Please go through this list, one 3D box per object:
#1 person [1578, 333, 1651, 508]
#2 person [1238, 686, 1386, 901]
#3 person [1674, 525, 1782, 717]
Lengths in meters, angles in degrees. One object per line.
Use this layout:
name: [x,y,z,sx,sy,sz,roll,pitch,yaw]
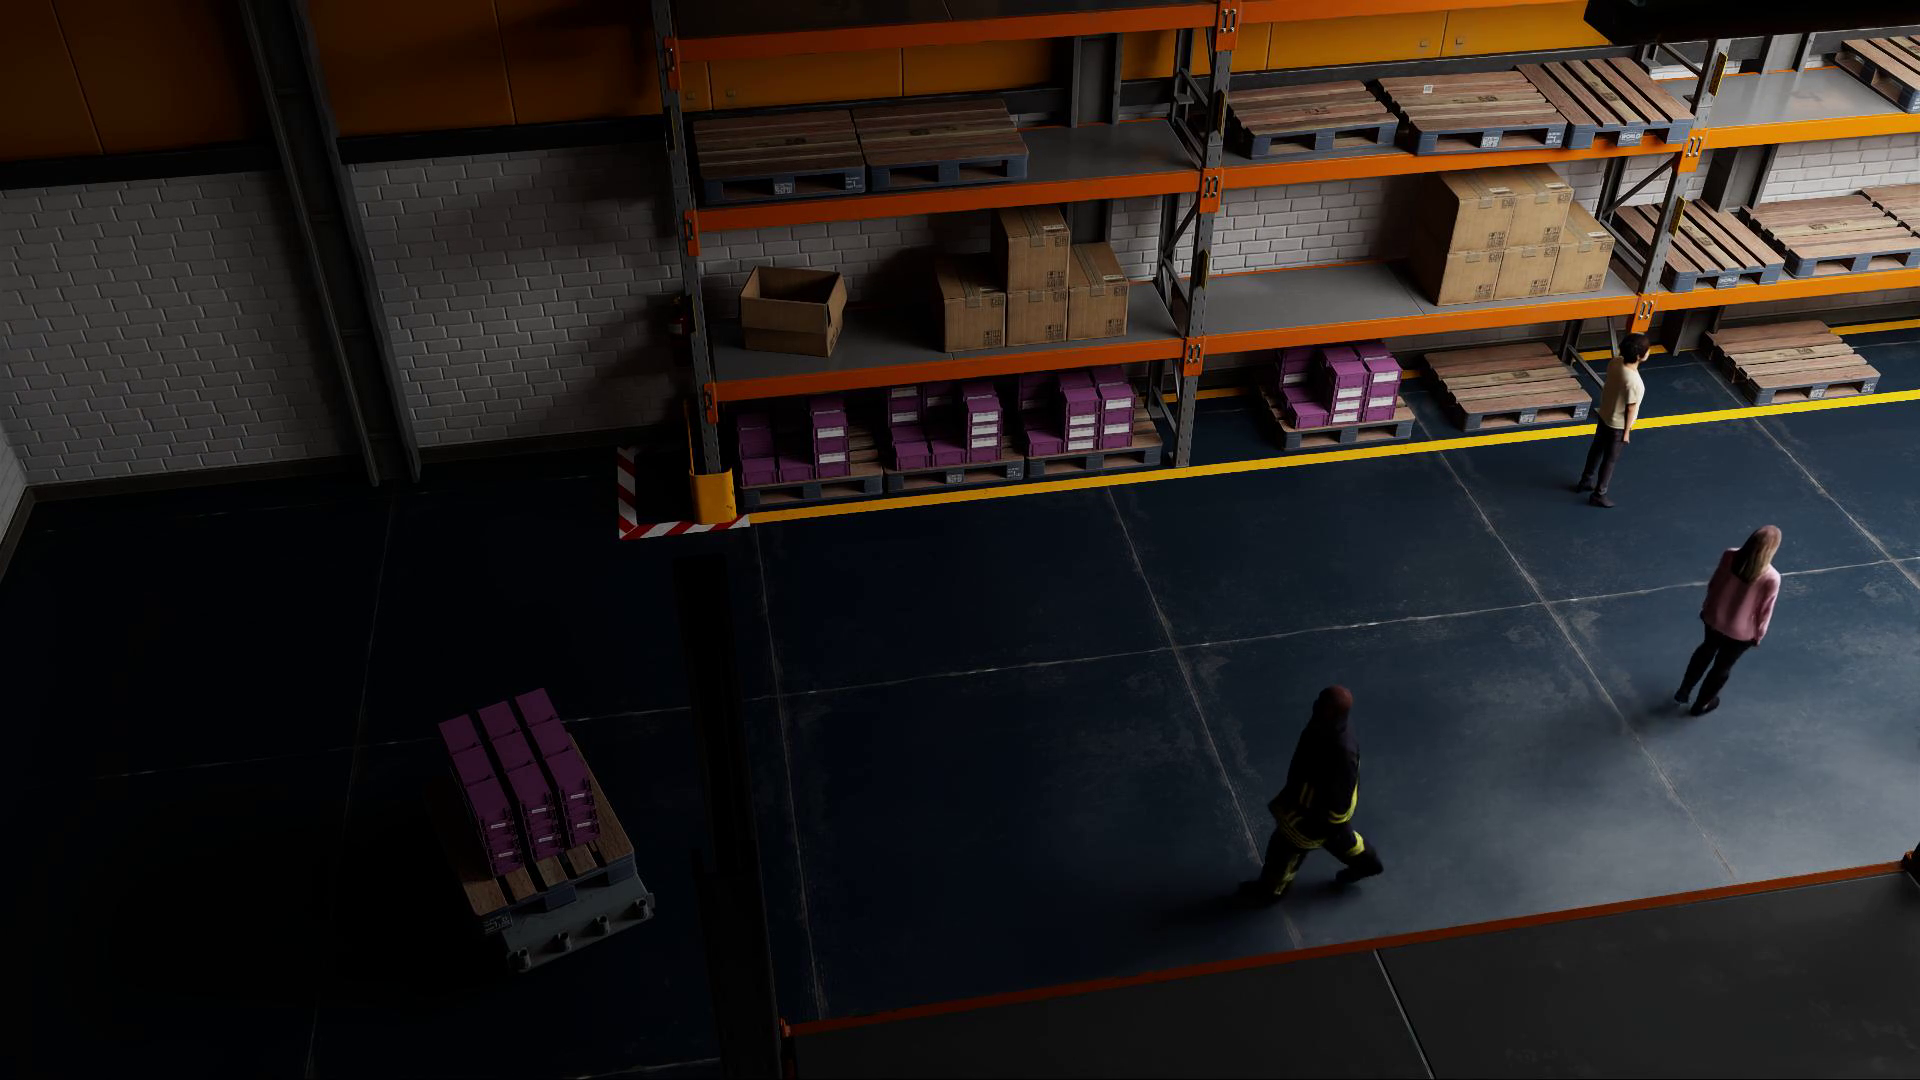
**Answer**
person: [5.358,-0.986,13.593,0.461,1.588,0.589,-7,39,-8]
person: [2.305,1.568,10.231,1.236,1.792,0.898,1,39,2]
person: [5.290,0.598,11.537,0.783,1.678,0.734,-24,44,-27]
